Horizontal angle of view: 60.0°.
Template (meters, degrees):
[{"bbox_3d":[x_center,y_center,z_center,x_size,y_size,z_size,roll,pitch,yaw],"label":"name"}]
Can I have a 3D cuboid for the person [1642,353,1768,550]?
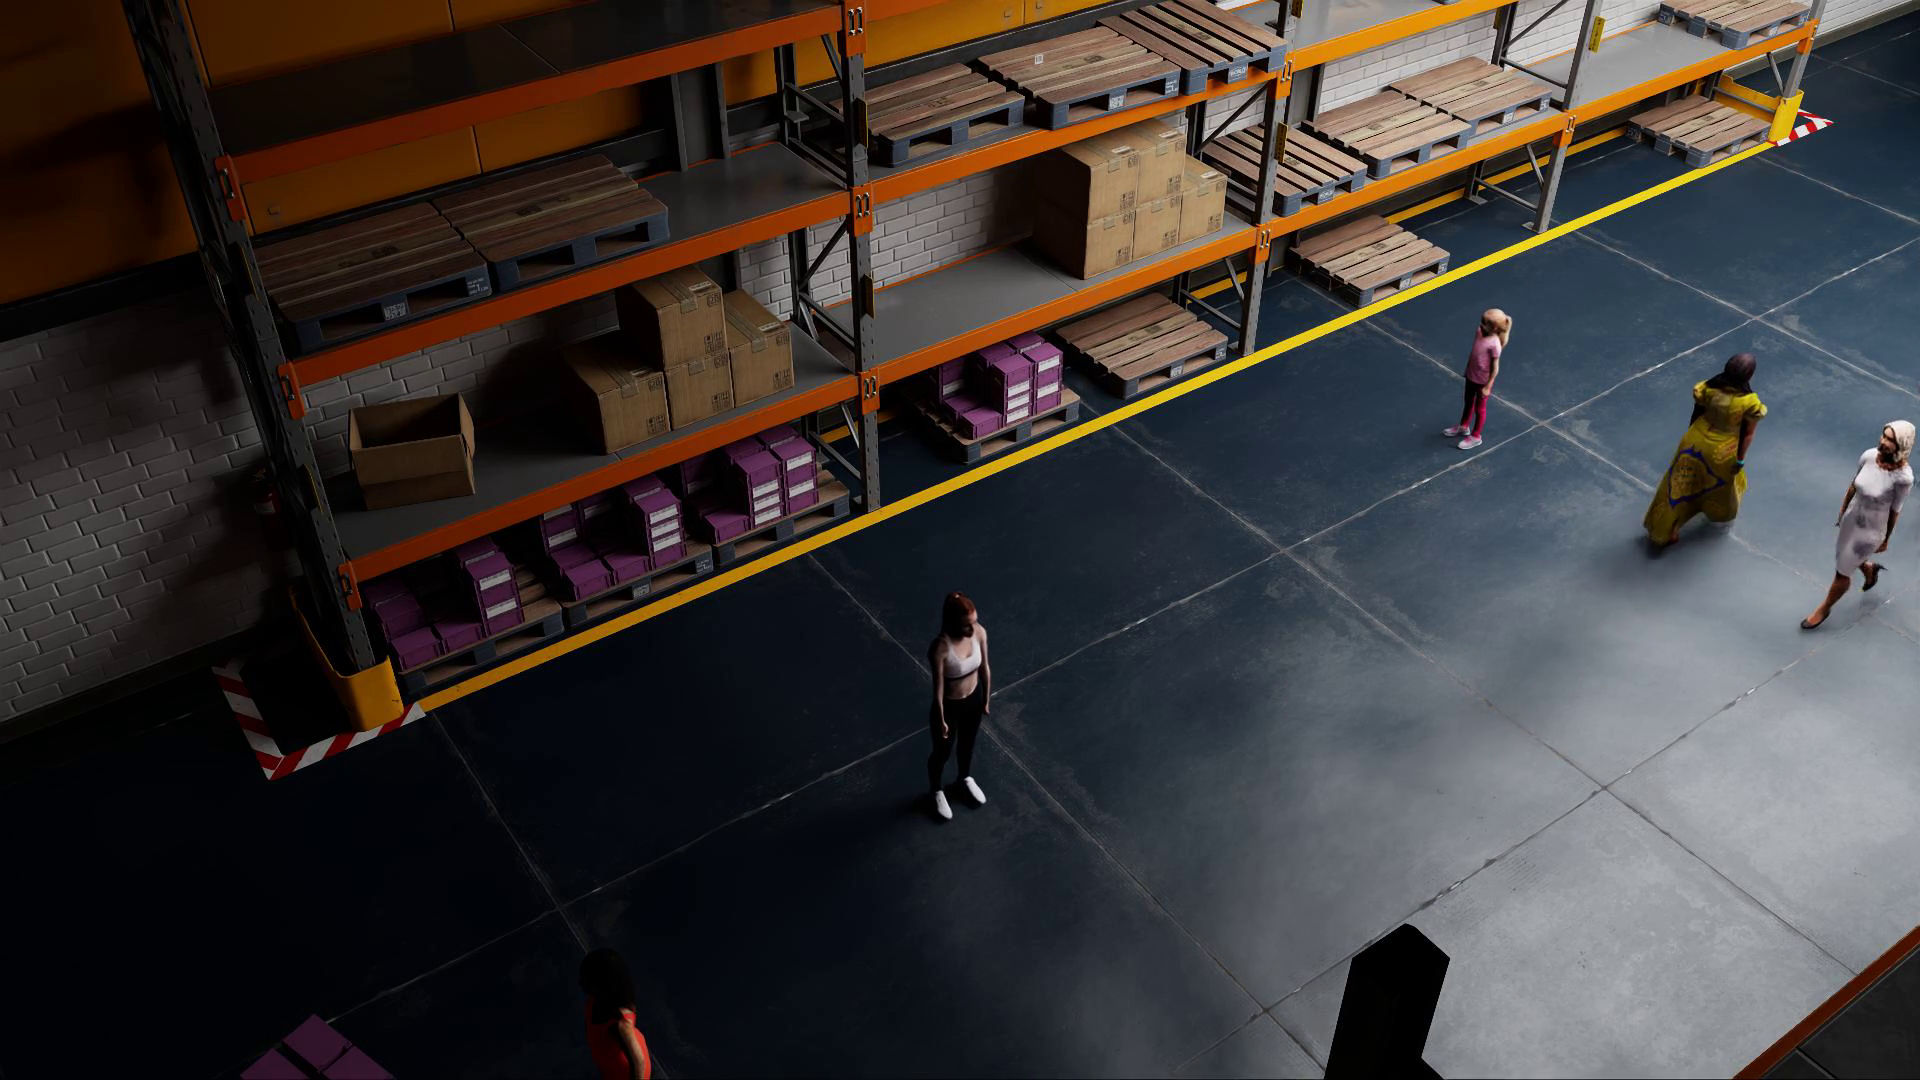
[{"bbox_3d":[5.542,-0.614,12.355,0.877,1.606,1.356,30,47,32],"label":"person"}]

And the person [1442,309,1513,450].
[{"bbox_3d":[4.242,-1.338,13.530,0.577,1.272,0.542,-11,40,-14],"label":"person"}]

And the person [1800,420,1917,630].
[{"bbox_3d":[6.397,-0.120,11.637,1.030,1.731,0.716,-14,41,-17],"label":"person"}]

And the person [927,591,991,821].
[{"bbox_3d":[-0.031,1.008,10.216,0.445,1.740,0.626,-23,44,-26],"label":"person"}]

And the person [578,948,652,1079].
[{"bbox_3d":[-1.662,2.597,8.244,0.558,1.719,0.624,-16,41,-20],"label":"person"}]
